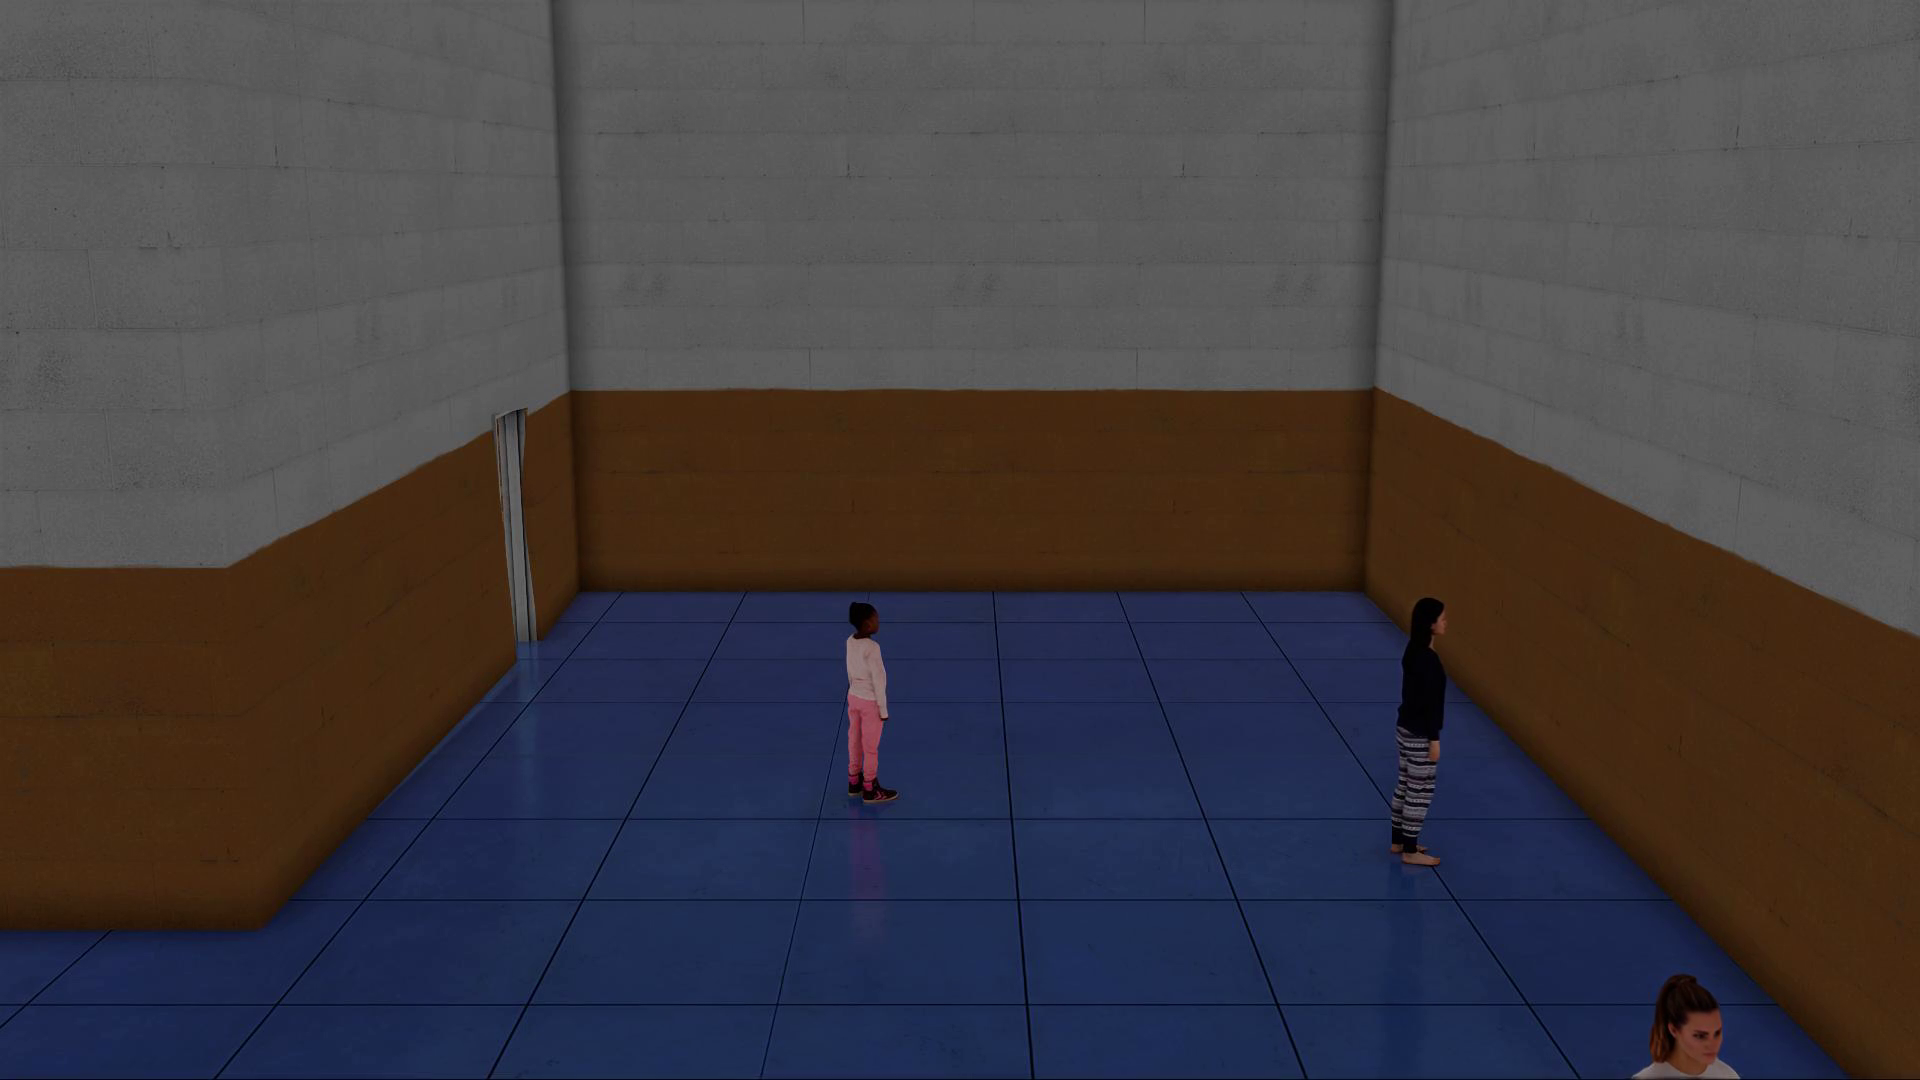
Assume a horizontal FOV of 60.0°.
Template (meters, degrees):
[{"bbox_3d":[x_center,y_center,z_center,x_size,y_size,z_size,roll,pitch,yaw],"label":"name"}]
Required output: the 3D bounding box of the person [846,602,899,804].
[{"bbox_3d":[-0.665,1.125,11.746,0.665,1.443,0.625,-9,15,-36],"label":"person"}]

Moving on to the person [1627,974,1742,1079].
[{"bbox_3d":[2.378,2.282,5.579,0.549,1.719,0.718,-3,12,-15],"label":"person"}]

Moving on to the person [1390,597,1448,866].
[{"bbox_3d":[2.939,1.208,10.646,0.518,1.733,0.612,-1,12,-4],"label":"person"}]
